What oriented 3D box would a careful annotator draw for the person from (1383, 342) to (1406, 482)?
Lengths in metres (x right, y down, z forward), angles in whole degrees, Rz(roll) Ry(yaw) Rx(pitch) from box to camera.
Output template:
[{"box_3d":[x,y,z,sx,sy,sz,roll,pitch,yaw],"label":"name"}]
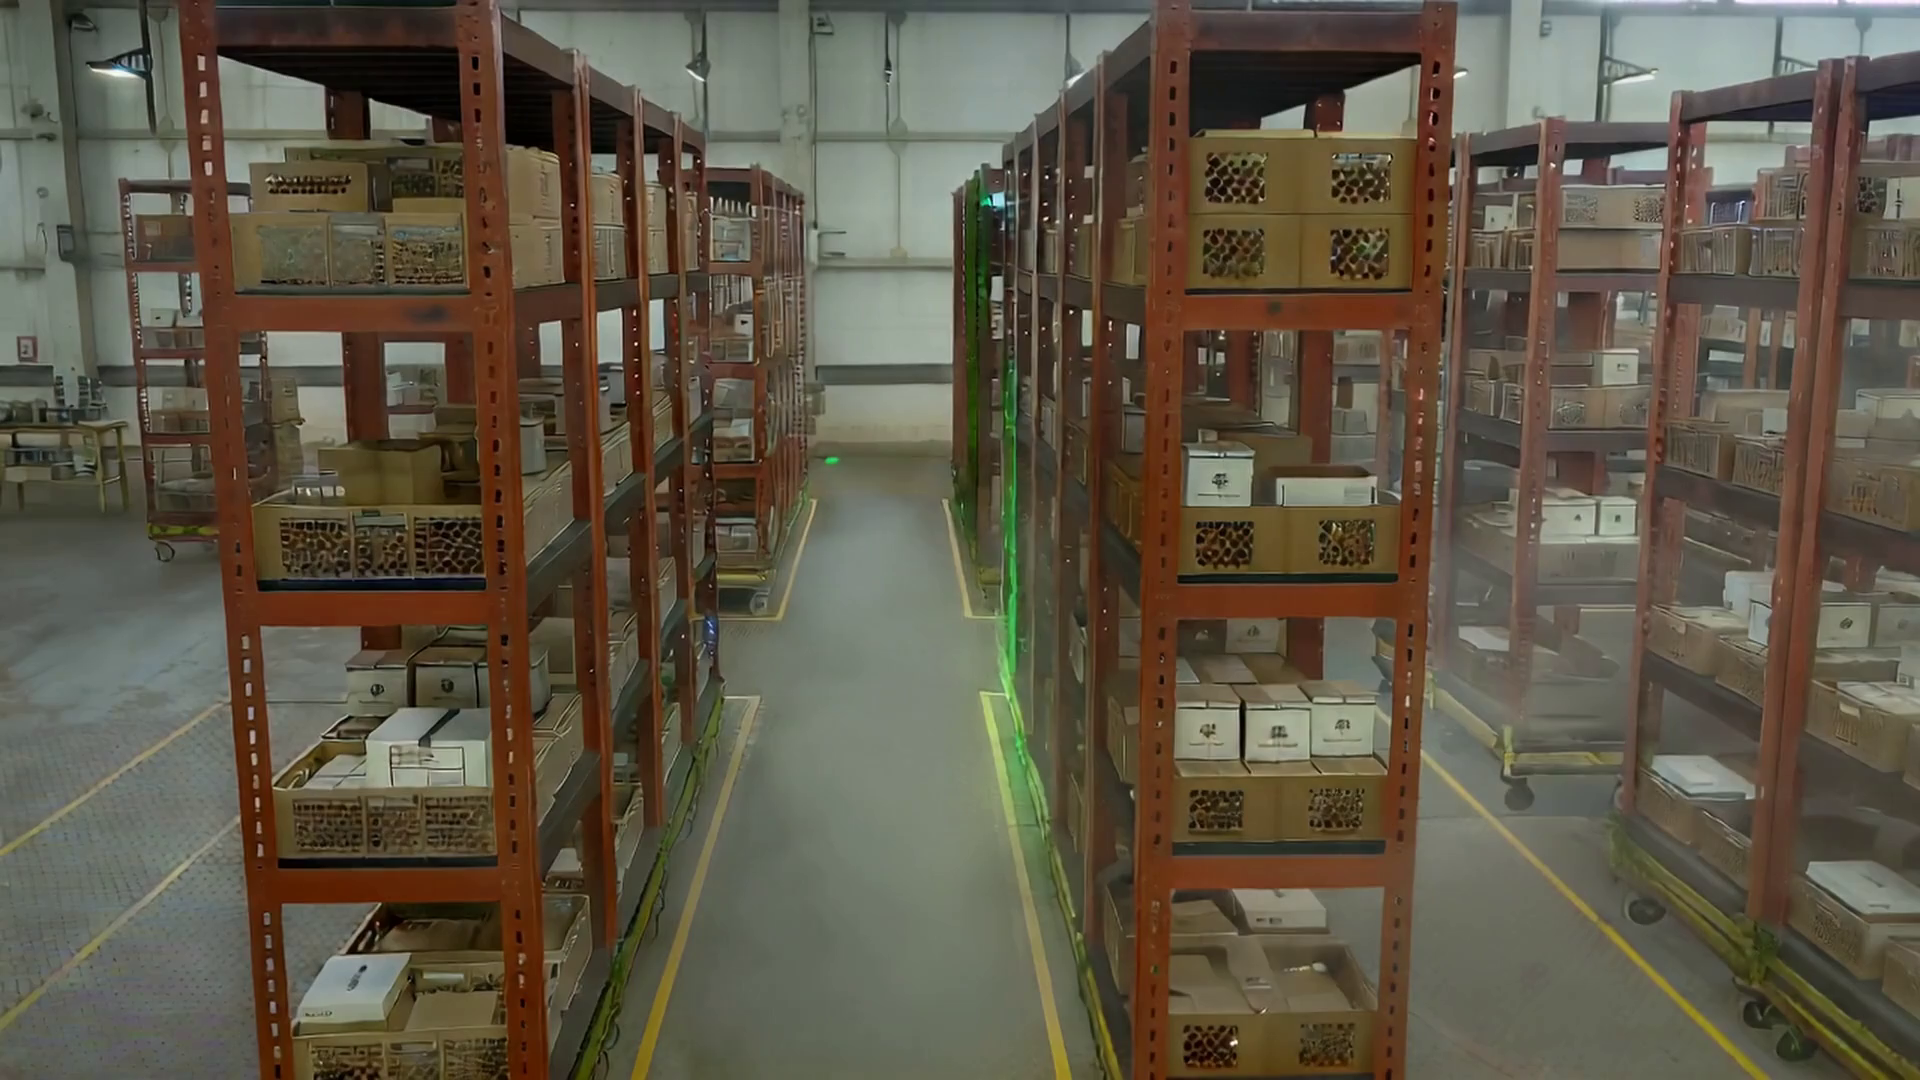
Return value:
[{"box_3d":[5.364,-1.496,20.304,0.456,1.822,0.589,2,10,13],"label":"person"}]
